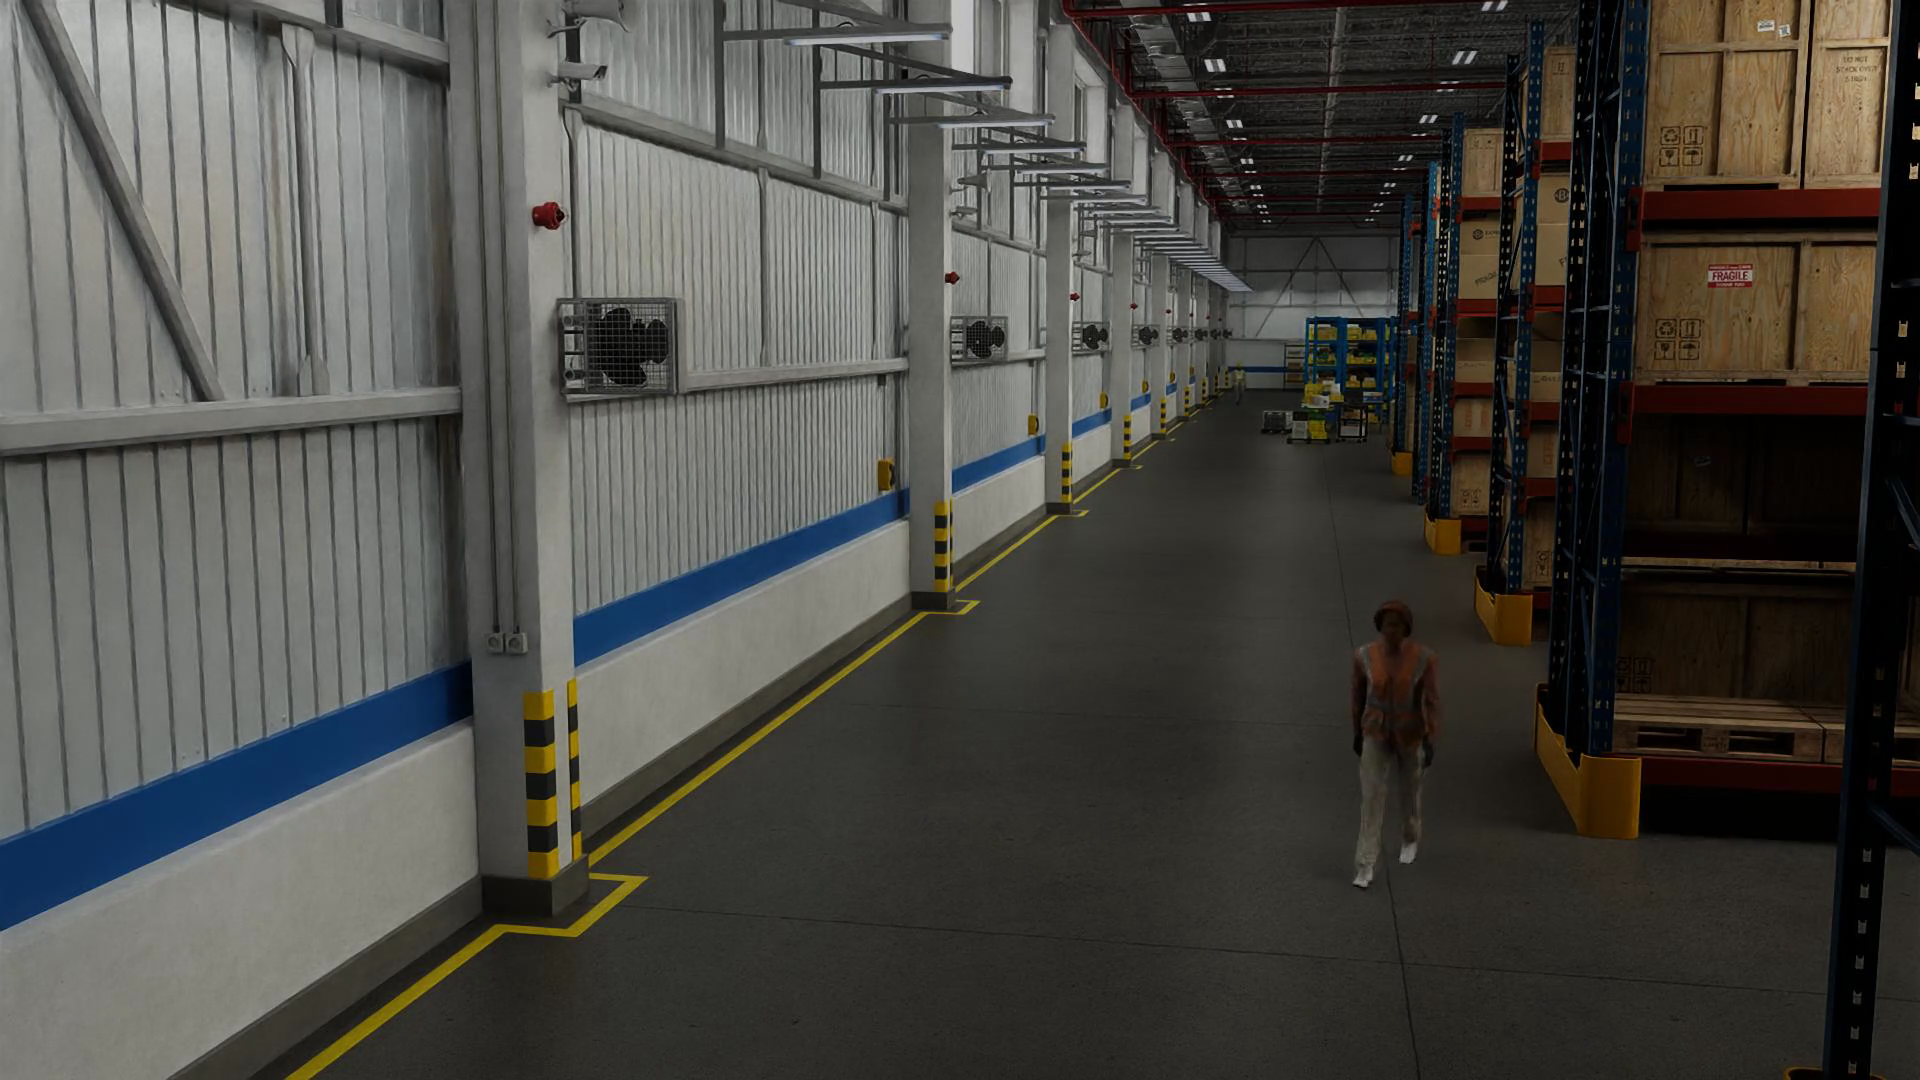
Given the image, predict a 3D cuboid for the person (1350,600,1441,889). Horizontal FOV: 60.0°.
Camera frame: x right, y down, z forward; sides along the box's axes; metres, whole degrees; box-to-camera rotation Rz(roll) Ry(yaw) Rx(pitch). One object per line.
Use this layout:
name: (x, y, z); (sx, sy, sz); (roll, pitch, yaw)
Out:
person: (2.469, 1.128, 9.467); (0.518, 1.595, 0.860); (3, 8, 24)

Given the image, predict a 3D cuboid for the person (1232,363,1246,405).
person: (11.928, -6.656, 70.922); (0.615, 1.806, 0.681); (-1, 7, -4)
